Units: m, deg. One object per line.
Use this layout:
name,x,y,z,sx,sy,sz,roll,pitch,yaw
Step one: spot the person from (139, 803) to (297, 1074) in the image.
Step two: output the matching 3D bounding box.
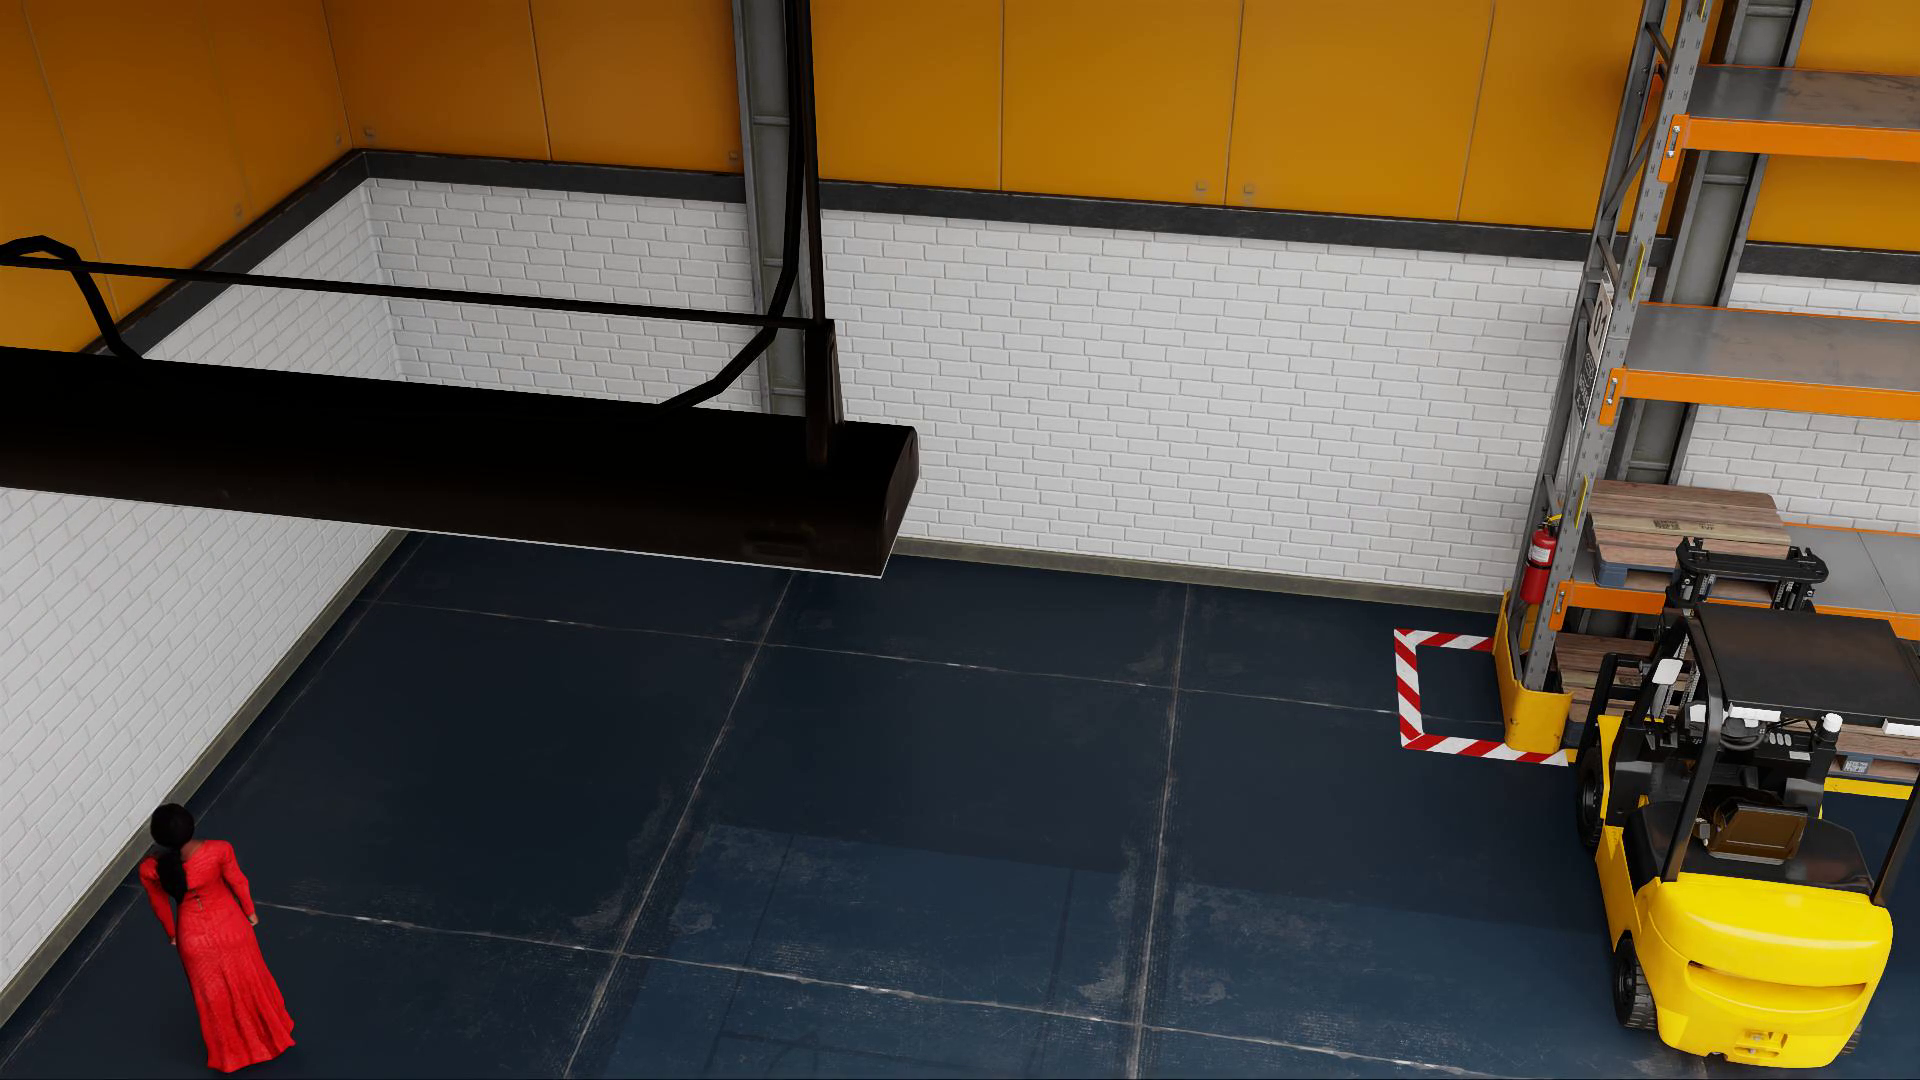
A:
person,-3.830,2.032,8.519,0.681,1.779,0.776,-12,35,-17
